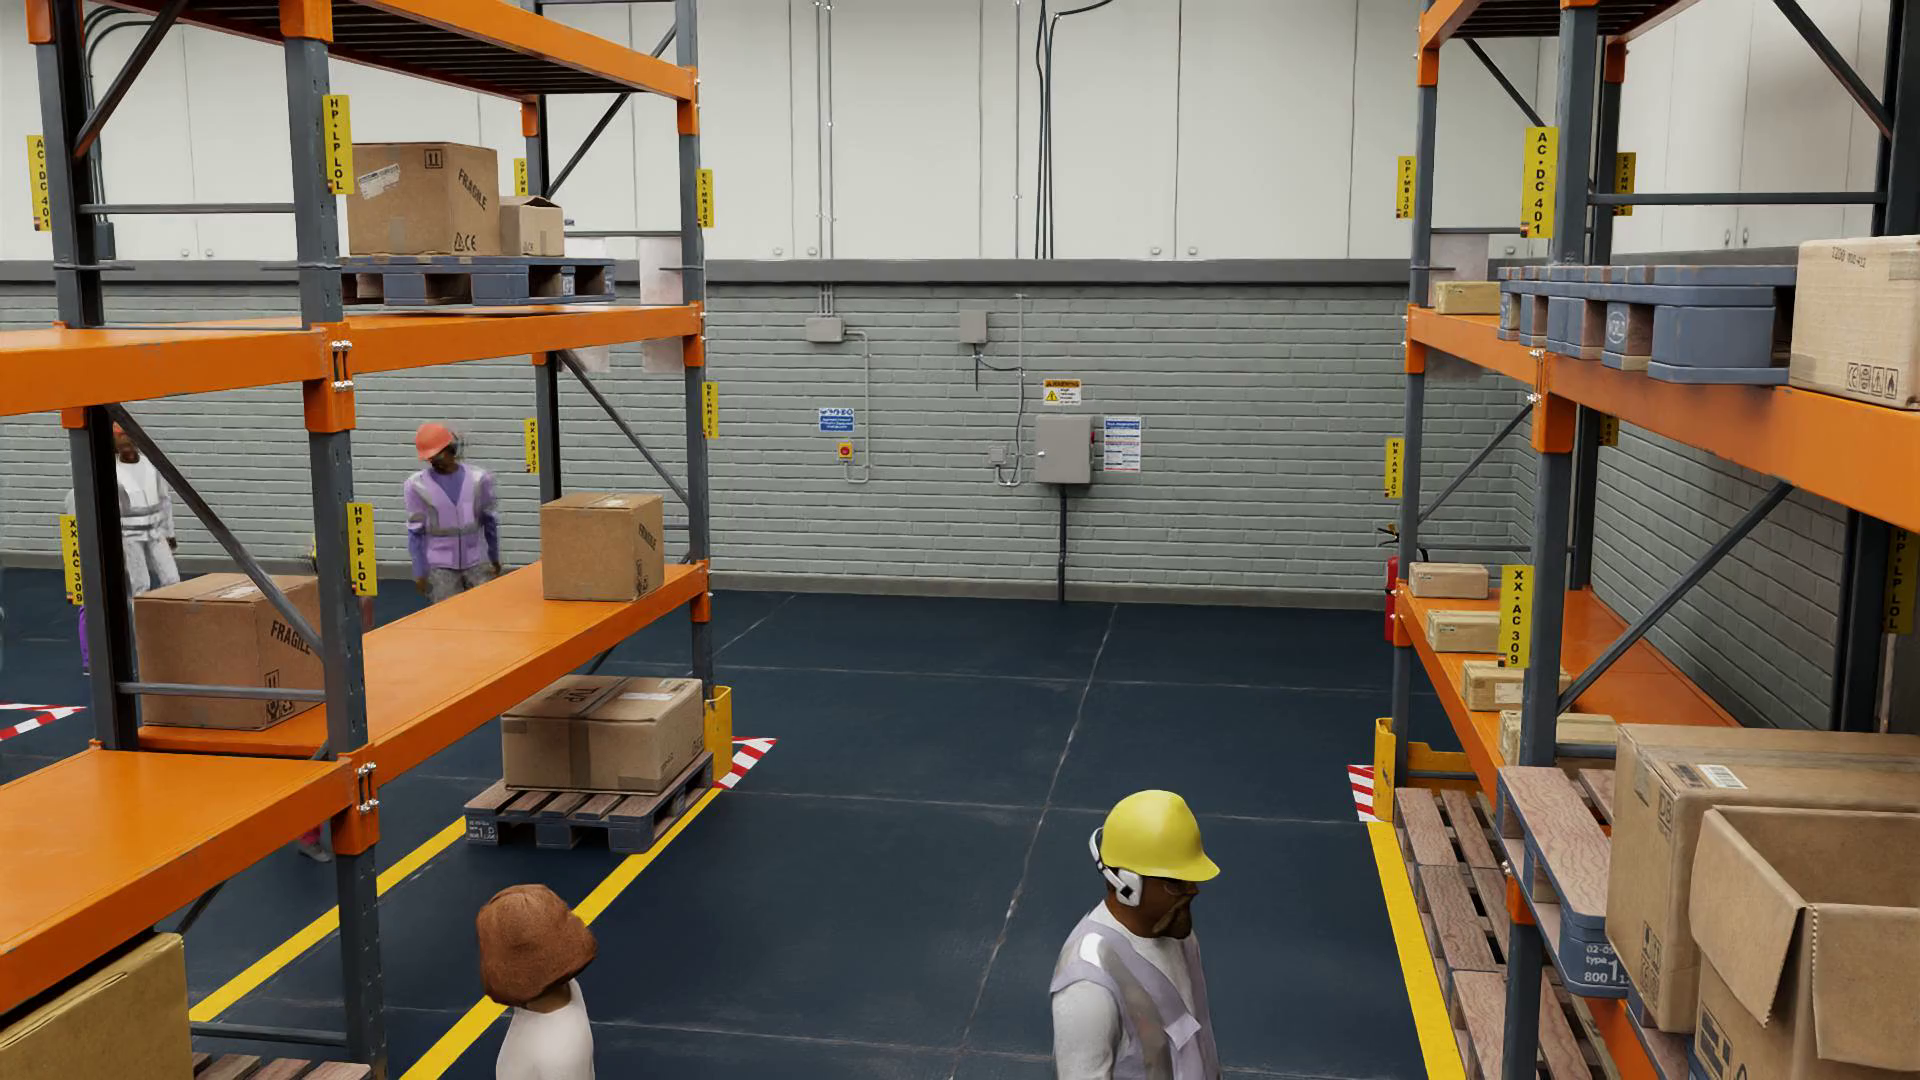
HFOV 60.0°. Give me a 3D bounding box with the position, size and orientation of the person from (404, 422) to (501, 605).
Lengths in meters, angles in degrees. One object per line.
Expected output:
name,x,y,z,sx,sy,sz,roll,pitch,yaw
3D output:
person,-3.512,0.144,11.781,0.792,1.987,0.490,-6,11,-34

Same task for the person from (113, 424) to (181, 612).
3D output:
person,-6.453,-0.015,13.151,0.455,1.860,0.646,6,11,31

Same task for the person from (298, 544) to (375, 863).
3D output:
person,-3.330,0.791,8.594,0.656,1.725,0.559,8,12,41

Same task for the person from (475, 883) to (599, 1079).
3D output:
person,-0.970,1.591,3.935,0.279,1.633,0.497,-3,10,-19

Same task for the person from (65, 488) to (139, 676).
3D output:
person,-6.414,0.162,12.396,0.562,1.747,0.335,8,12,42

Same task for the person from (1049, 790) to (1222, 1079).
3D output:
person,0.427,1.483,4.038,0.404,1.824,0.586,5,10,26
